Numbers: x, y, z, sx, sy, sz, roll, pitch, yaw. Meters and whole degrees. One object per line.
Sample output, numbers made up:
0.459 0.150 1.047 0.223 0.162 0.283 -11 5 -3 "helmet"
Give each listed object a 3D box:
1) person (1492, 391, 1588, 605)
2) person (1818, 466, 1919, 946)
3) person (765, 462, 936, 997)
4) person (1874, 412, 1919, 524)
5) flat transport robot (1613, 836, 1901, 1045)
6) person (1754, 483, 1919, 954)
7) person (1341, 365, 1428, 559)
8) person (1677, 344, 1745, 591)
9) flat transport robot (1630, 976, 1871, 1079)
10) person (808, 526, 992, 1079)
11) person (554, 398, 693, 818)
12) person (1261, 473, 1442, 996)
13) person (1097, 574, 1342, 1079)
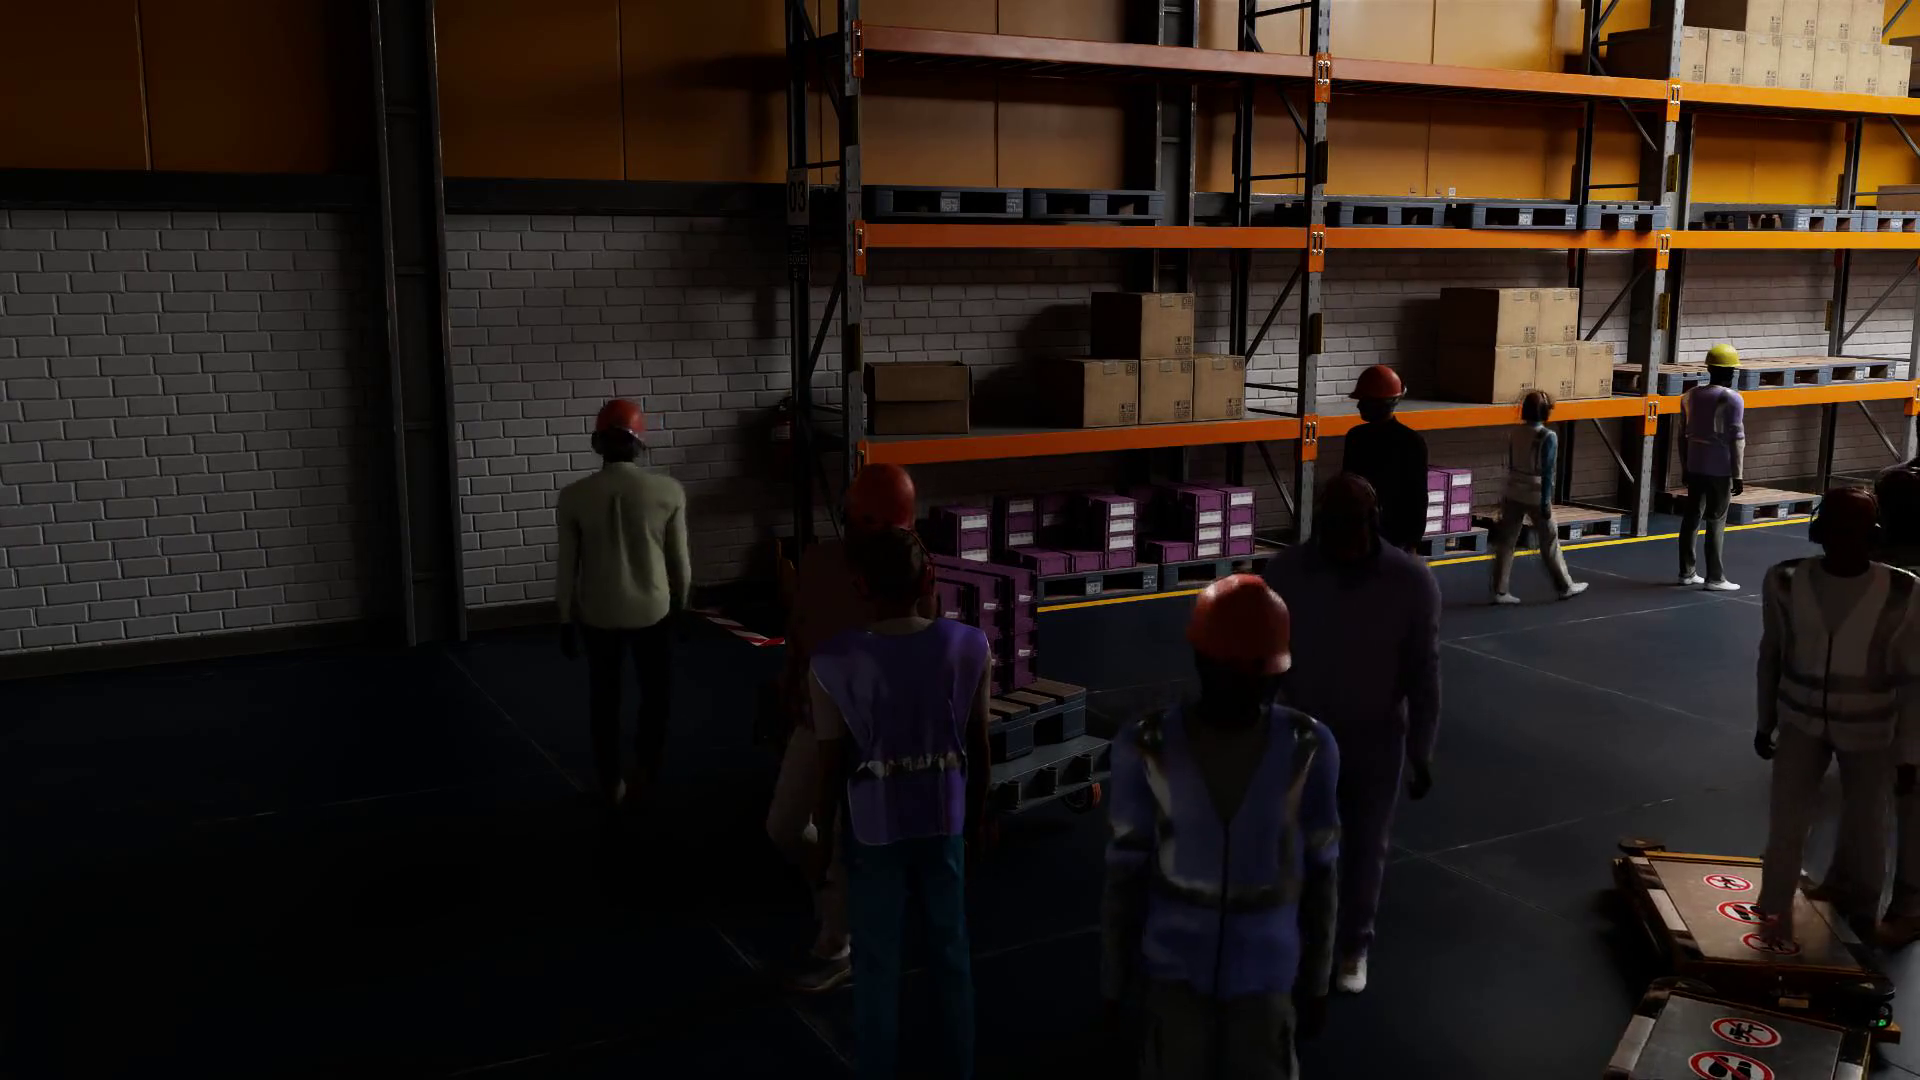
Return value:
4.352 -0.310 12.458 0.807 1.599 0.541 -4 11 -22 "person"
3.587 0.628 6.415 0.429 1.841 0.625 -3 10 -17 "person"
-0.400 0.675 5.857 0.416 1.936 0.670 -10 14 -44 "person"
5.070 0.220 8.678 0.599 1.881 0.989 8 13 39 "person"
2.911 1.448 6.200 0.652 0.197 1.431 2 10 11 "flat transport robot"
3.234 0.689 6.108 0.609 1.845 0.923 9 13 42 "person"
2.426 -0.021 9.703 0.388 1.990 0.622 -6 12 -33 "person"
5.886 -0.565 13.018 0.370 1.928 0.585 -4 11 -24 "person"
2.253 1.677 4.879 0.652 0.197 1.431 6 12 32 "flat transport robot"
-0.171 0.878 4.969 0.563 1.838 0.390 -3 10 -19 "person"
-1.560 0.337 7.707 0.646 1.970 0.728 -1 10 -6 "person"
1.343 0.698 5.870 0.658 1.885 0.514 2 10 14 "person"
0.620 0.998 4.041 0.561 1.919 0.594 1 10 6 "person"
